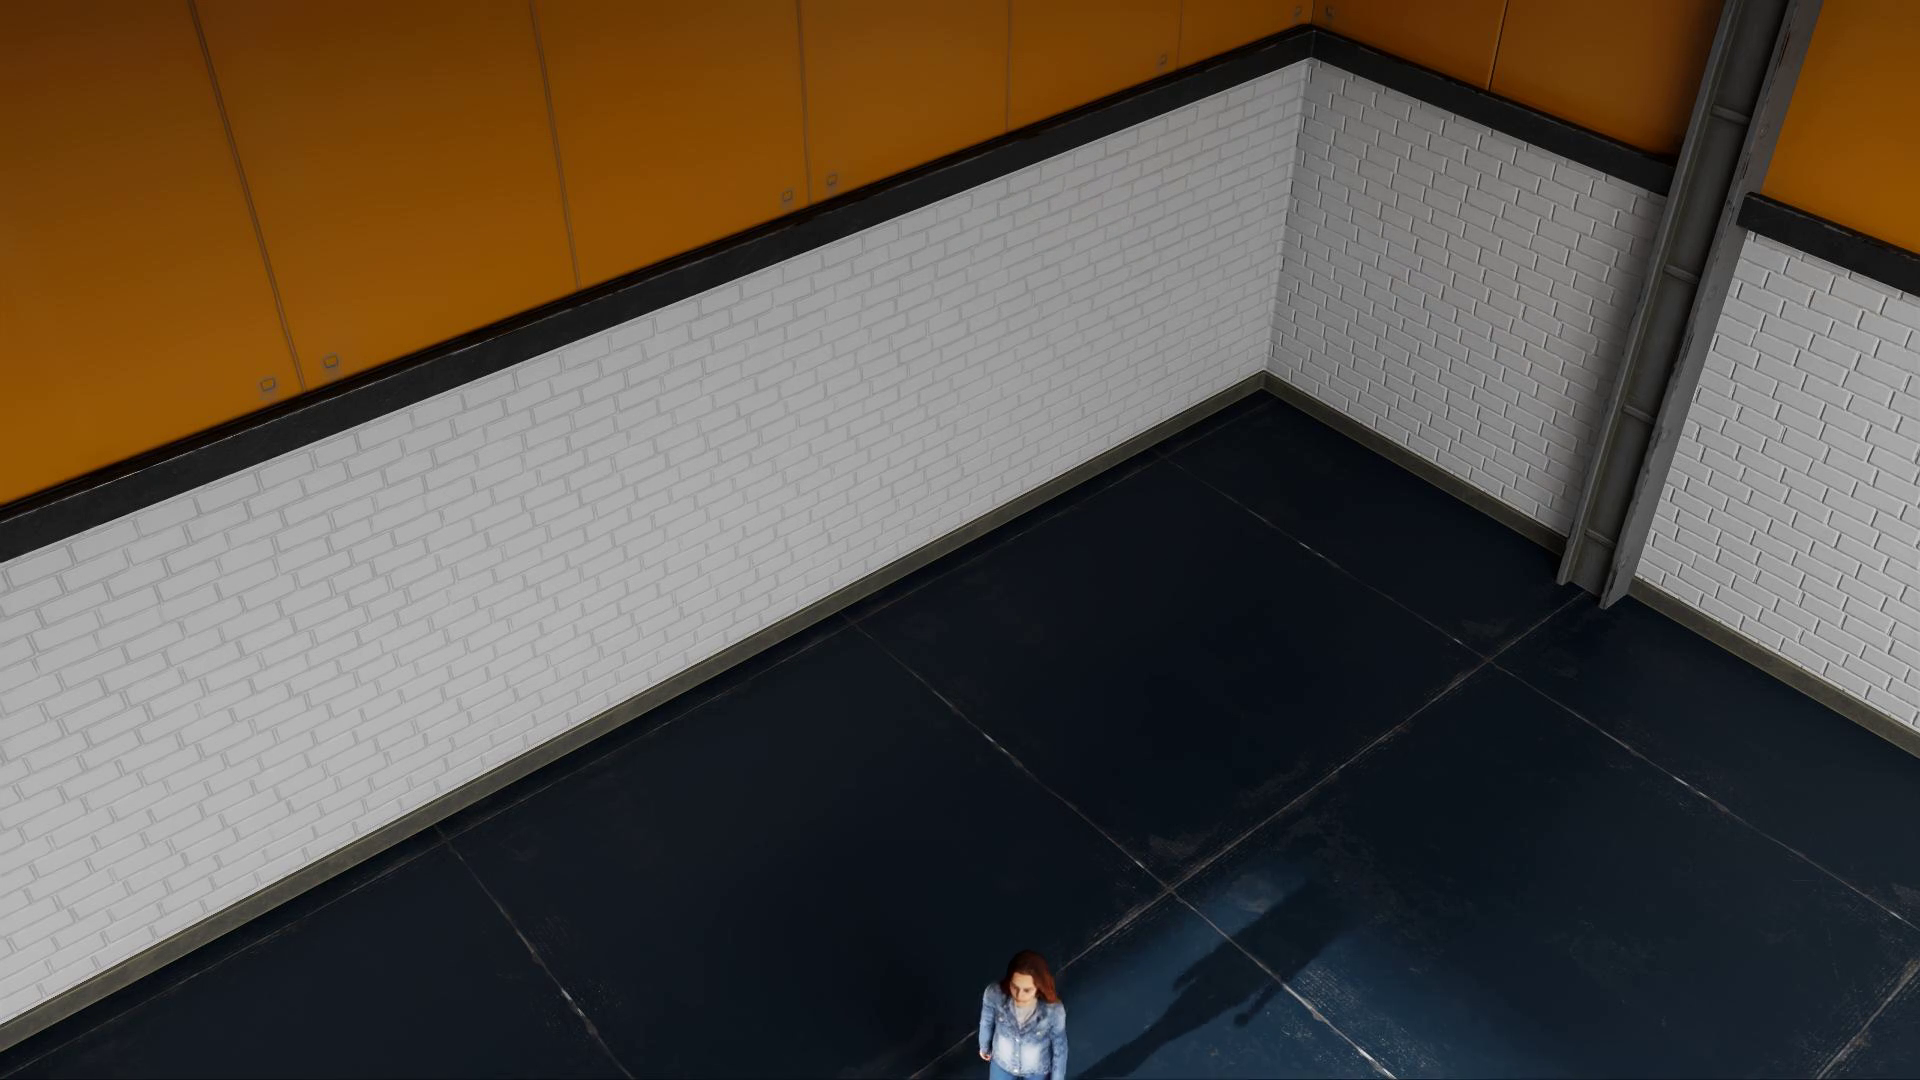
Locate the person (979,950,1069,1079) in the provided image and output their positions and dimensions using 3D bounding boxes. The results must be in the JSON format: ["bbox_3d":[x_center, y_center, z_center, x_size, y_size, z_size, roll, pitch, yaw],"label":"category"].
[{"bbox_3d":[0.316,2.384,7.844,0.879,1.461,0.906,8,39,10],"label":"person"}]
